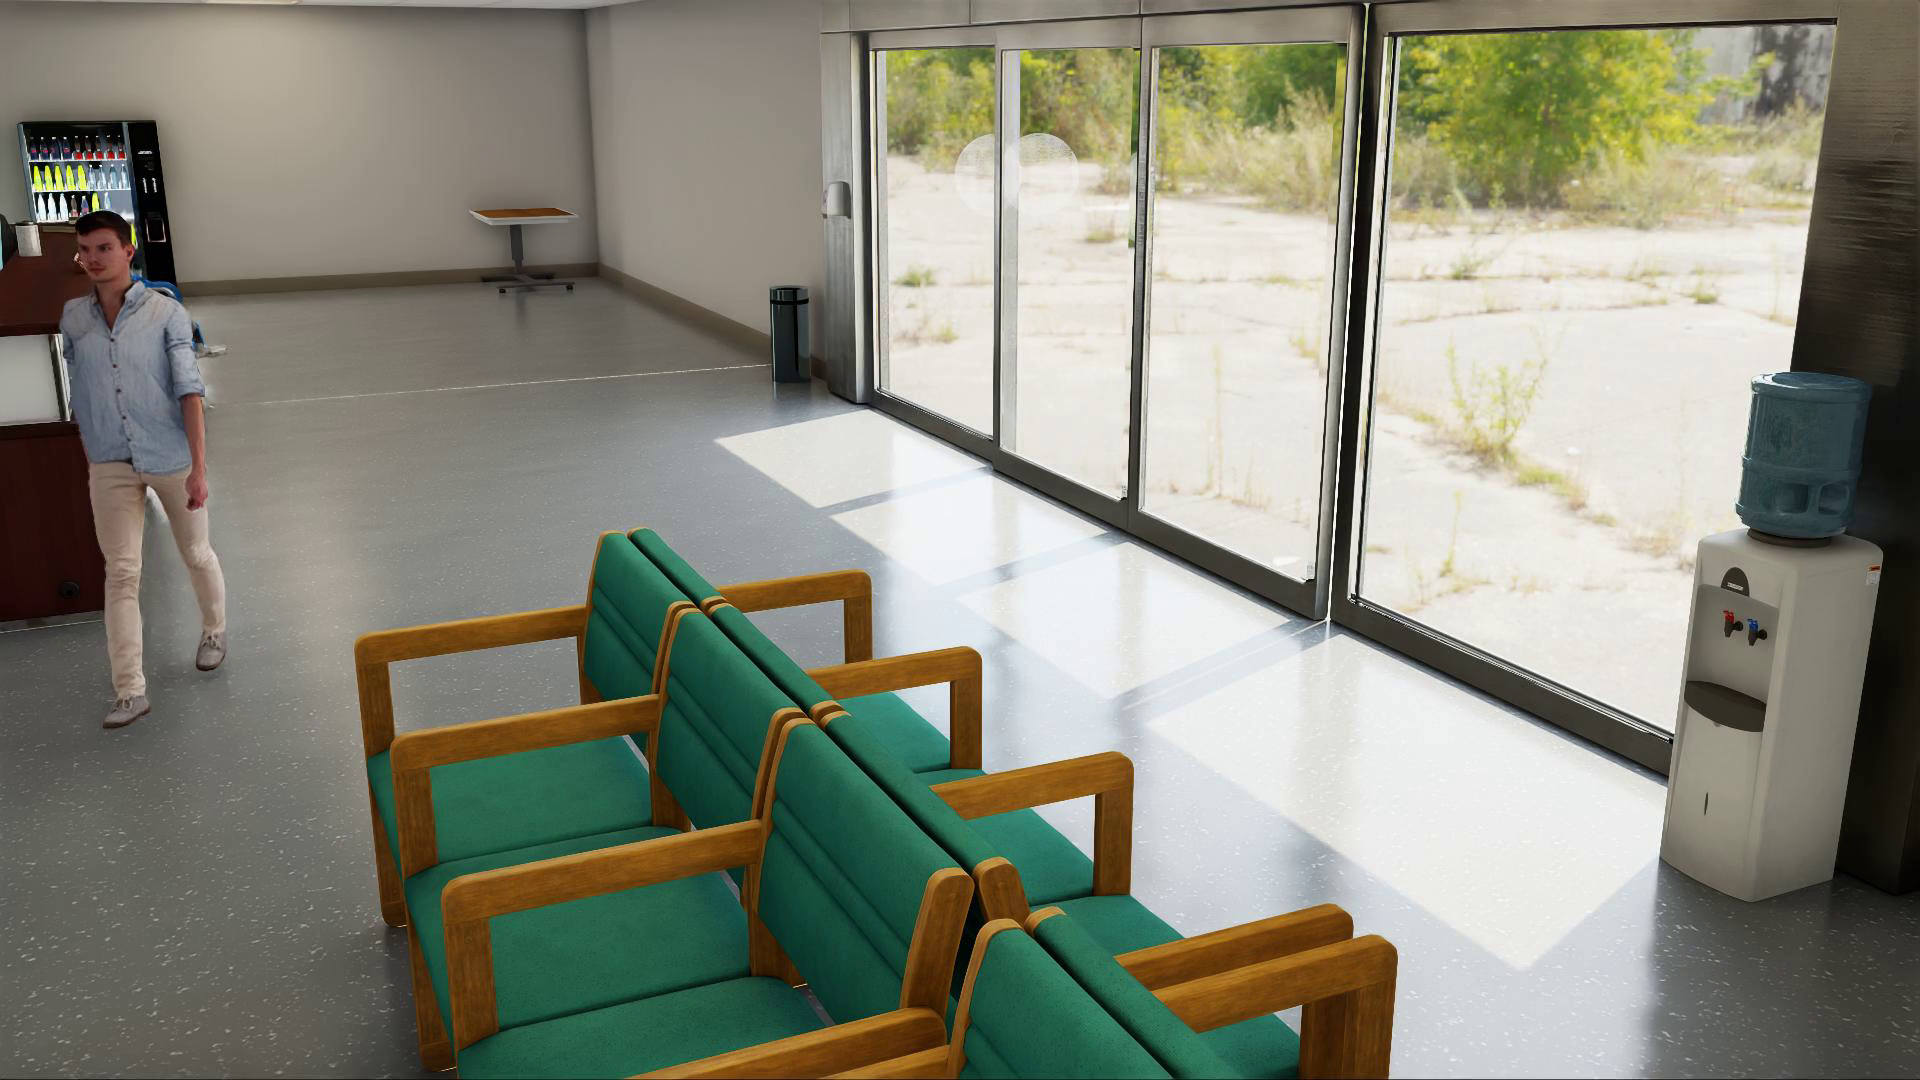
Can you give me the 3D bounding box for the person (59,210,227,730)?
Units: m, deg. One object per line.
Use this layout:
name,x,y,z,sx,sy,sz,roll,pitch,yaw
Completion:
person,-2.995,-0.291,6.229,1.225,1.809,0.952,-2,16,-8
